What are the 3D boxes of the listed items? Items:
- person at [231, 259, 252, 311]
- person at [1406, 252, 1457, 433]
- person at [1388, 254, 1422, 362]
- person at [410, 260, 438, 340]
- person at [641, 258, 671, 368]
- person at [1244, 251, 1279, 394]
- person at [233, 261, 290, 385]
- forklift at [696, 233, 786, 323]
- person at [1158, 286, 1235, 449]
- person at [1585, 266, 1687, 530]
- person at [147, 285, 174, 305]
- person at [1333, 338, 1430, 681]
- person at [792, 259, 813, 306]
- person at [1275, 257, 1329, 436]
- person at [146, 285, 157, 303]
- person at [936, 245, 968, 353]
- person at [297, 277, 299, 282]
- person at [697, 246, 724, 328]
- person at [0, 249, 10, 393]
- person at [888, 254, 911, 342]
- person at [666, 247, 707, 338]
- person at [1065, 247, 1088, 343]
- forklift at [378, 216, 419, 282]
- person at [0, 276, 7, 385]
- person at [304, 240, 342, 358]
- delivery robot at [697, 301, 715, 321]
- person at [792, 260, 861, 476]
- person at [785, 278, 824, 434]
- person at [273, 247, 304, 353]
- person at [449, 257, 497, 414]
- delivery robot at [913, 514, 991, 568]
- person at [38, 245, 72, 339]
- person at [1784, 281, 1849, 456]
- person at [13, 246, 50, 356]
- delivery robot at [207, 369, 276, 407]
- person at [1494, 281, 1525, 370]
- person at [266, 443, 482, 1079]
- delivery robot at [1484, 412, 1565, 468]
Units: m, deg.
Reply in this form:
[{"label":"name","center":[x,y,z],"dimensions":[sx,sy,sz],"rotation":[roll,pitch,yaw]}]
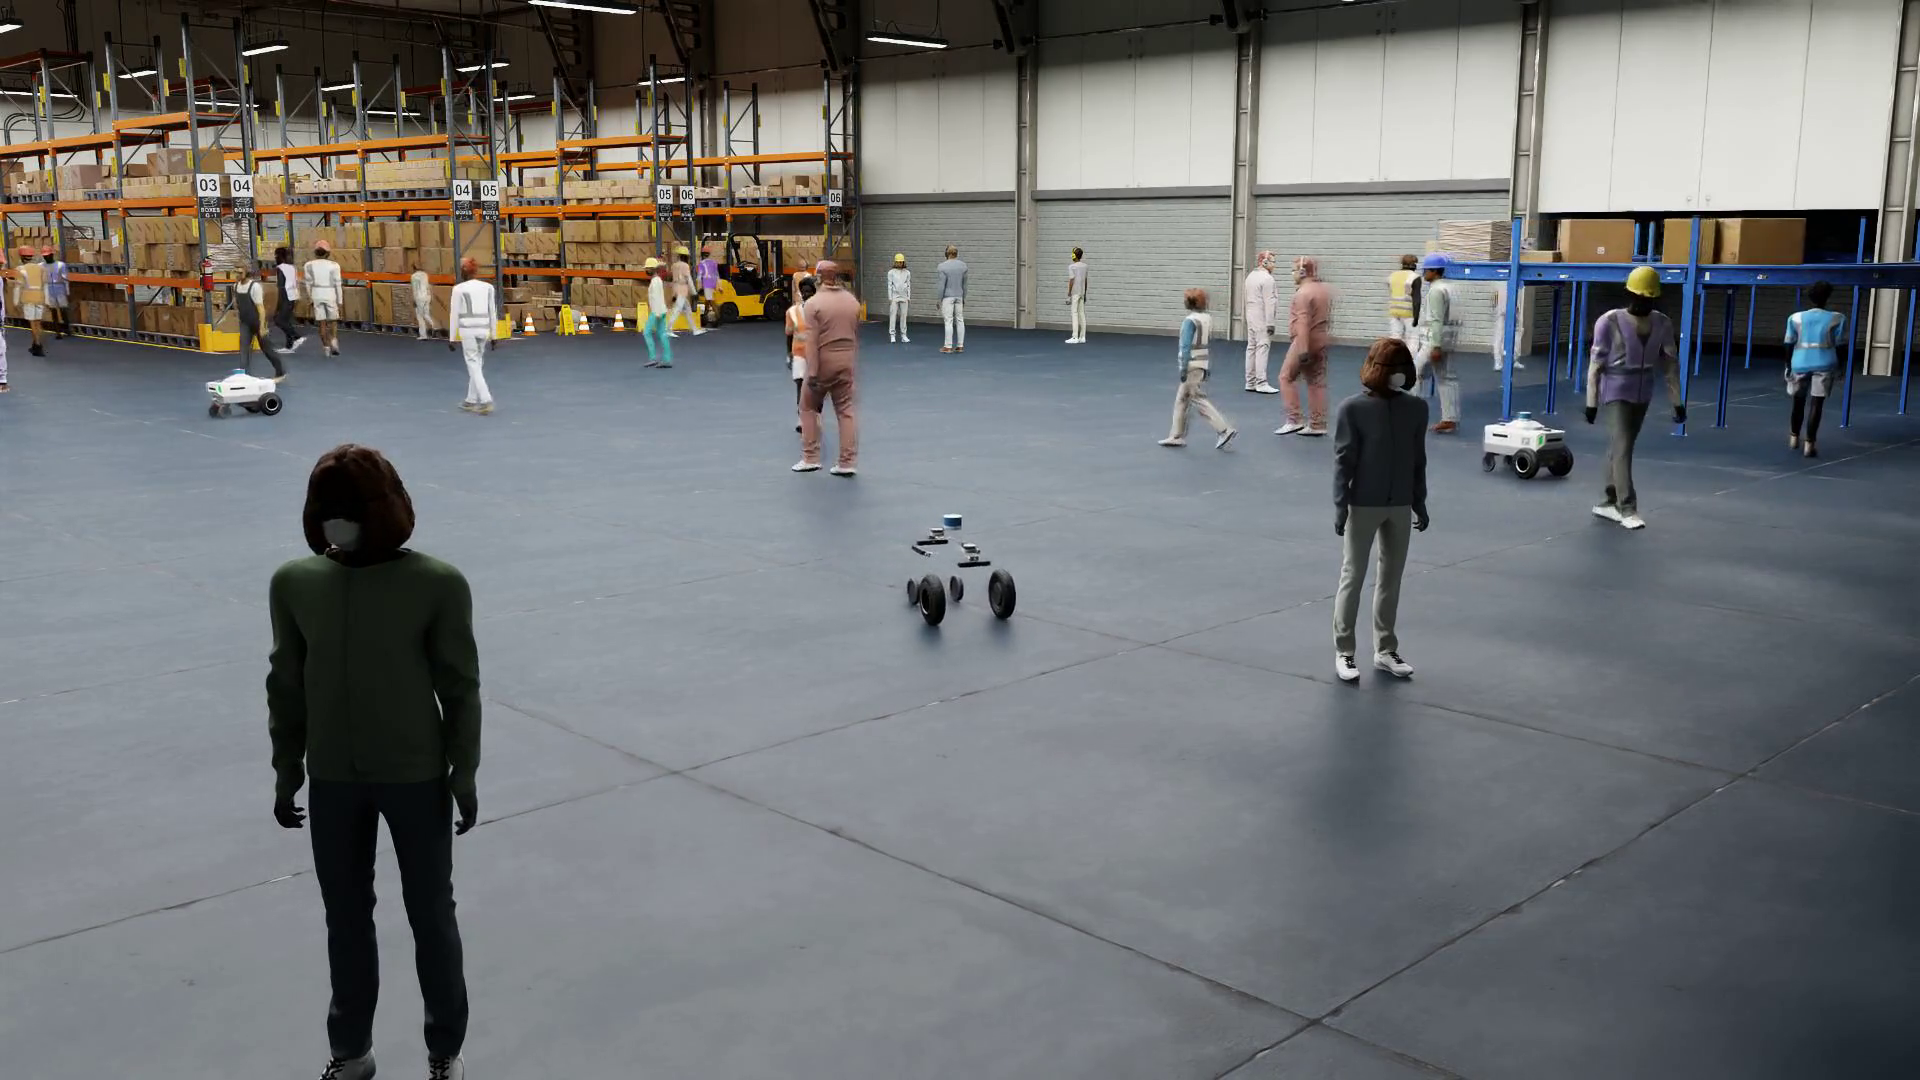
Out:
[{"label":"person","center":[-17.340,-6.172,40.076],"dimensions":[0.994,1.892,0.640],"rotation":[10,14,43]},{"label":"person","center":[4.966,-2.112,17.869],"dimensions":[0.888,1.914,0.651],"rotation":[5,11,24]},{"label":"person","center":[6.743,-3.405,25.151],"dimensions":[0.474,1.833,0.645],"rotation":[-7,12,-33]},{"label":"person","center":[-10.851,-4.848,33.606],"dimensions":[0.420,1.616,0.529],"rotation":[5,11,25]},{"label":"person","center":[-4.903,-3.617,26.526],"dimensions":[0.593,1.743,0.559],"rotation":[0,10,-2]},{"label":"person","center":[4.087,-2.941,22.457],"dimensions":[0.401,1.901,0.642],"rotation":[-3,11,-16]},{"label":"person","center":[-9.790,-3.007,23.199],"dimensions":[0.528,1.779,1.000],"rotation":[4,11,19]},{"label":"forklift","center":[-5.496,-6.489,41.108],"dimensions":[2.313,2.155,1.214],"rotation":[-10,14,-44]},{"label":"person","center":[2.378,-1.716,16.549],"dimensions":[0.775,1.609,0.521],"rotation":[5,11,23]},{"label":"person","center":[4.894,-1.017,11.987],"dimensions":[0.622,1.883,0.831],"rotation":[-3,11,-14]},{"label":"person","center":[-20.157,-6.463,41.944],"dimensions":[0.632,1.791,0.947],"rotation":[-6,12,-30]},{"label":"person","center":[2.010,-0.149,7.953],"dimensions":[0.509,1.631,0.267],"rotation":[-3,11,-18]},{"label":"person","center":[-3.093,-4.741,32.960],"dimensions":[0.522,1.645,0.306],"rotation":[7,12,33]},{"label":"person","center":[3.614,-2.044,17.608],"dimensions":[0.611,1.883,0.639],"rotation":[8,13,37]},{"label":"person","center":[-23.664,-7.686,48.541],"dimensions":[0.460,1.815,0.624],"rotation":[0,10,1]},{"label":"person","center":[-0.149,-4.348,30.016],"dimensions":[0.627,1.940,0.372],"rotation":[-7,12,-33]},{"label":"person","center":[-18.610,-7.265,46.242],"dimensions":[0.497,1.822,0.643],"rotation":[5,11,25]},{"label":"person","center":[-5.809,-5.846,38.425],"dimensions":[1.041,1.869,0.614],"rotation":[8,13,37]},{"label":"person","center":[-12.979,-2.946,22.305],"dimensions":[0.469,1.959,0.657],"rotation":[-4,11,-22]},{"label":"person","center":[-1.199,-4.813,33.085],"dimensions":[0.487,1.744,0.295],"rotation":[-5,11,-24]},{"label":"person","center":[-5.766,-5.160,34.633],"dimensions":[1.009,1.872,0.604],"rotation":[-6,12,-30]},{"label":"person","center":[2.298,-4.821,32.783],"dimensions":[0.514,1.872,0.328],"rotation":[-9,14,-41]},{"label":"forklift","center":[-17.868,-9.201,54.028],"dimensions":[1.873,2.768,1.129],"rotation":[-10,14,-44]},{"label":"person","center":[-13.789,-3.123,23.423],"dimensions":[0.399,1.909,0.642],"rotation":[6,12,28]},{"label":"person","center":[-11.033,-4.178,28.884],"dimensions":[0.600,2.019,0.490],"rotation":[-3,11,-14]},{"label":"delivery robot","center":[-6.174,-5.436,39.585],"dimensions":[0.707,0.478,0.477],"rotation":[6,12,29]},{"label":"person","center":[-1.201,-1.519,14.747],"dimensions":[0.642,1.882,0.740],"rotation":[-9,13,-39]},{"label":"person","center":[-1.607,-1.968,17.800],"dimensions":[0.549,1.642,0.858],"rotation":[0,10,0]},{"label":"person","center":[-12.146,-4.321,29.967],"dimensions":[0.460,1.902,0.624],"rotation":[0,10,-2]},{"label":"person","center":[-5.829,-2.447,19.900],"dimensions":[0.814,1.859,0.596],"rotation":[8,13,36]},{"label":"delivery robot","center":[-0.040,-0.026,9.359],"dimensions":[0.335,0.223,0.698],"rotation":[-4,12,-21]},{"label":"person","center":[-18.488,-5.052,33.944],"dimensions":[0.573,1.906,0.507],"rotation":[-3,11,-16]},{"label":"person","center":[8.336,-1.676,16.200],"dimensions":[0.544,1.669,0.738],"rotation":[8,13,35]},{"label":"person","center":[-16.493,-4.227,29.415],"dimensions":[0.780,1.913,0.571],"rotation":[6,12,30]},{"label":"delivery robot","center":[-8.487,-1.780,19.650],"dimensions":[0.477,0.478,0.707],"rotation":[9,14,42]},{"label":"person","center":[8.690,-3.605,26.202],"dimensions":[0.693,1.845,0.549],"rotation":[-6,12,-31]},{"label":"person","center":[-1.397,0.579,3.983],"dimensions":[0.508,1.631,0.270],"rotation":[1,10,3]},{"label":"delivery robot","center":[5.035,-0.900,14.850],"dimensions":[0.477,0.478,0.707],"rotation":[-6,12,-28]}]
